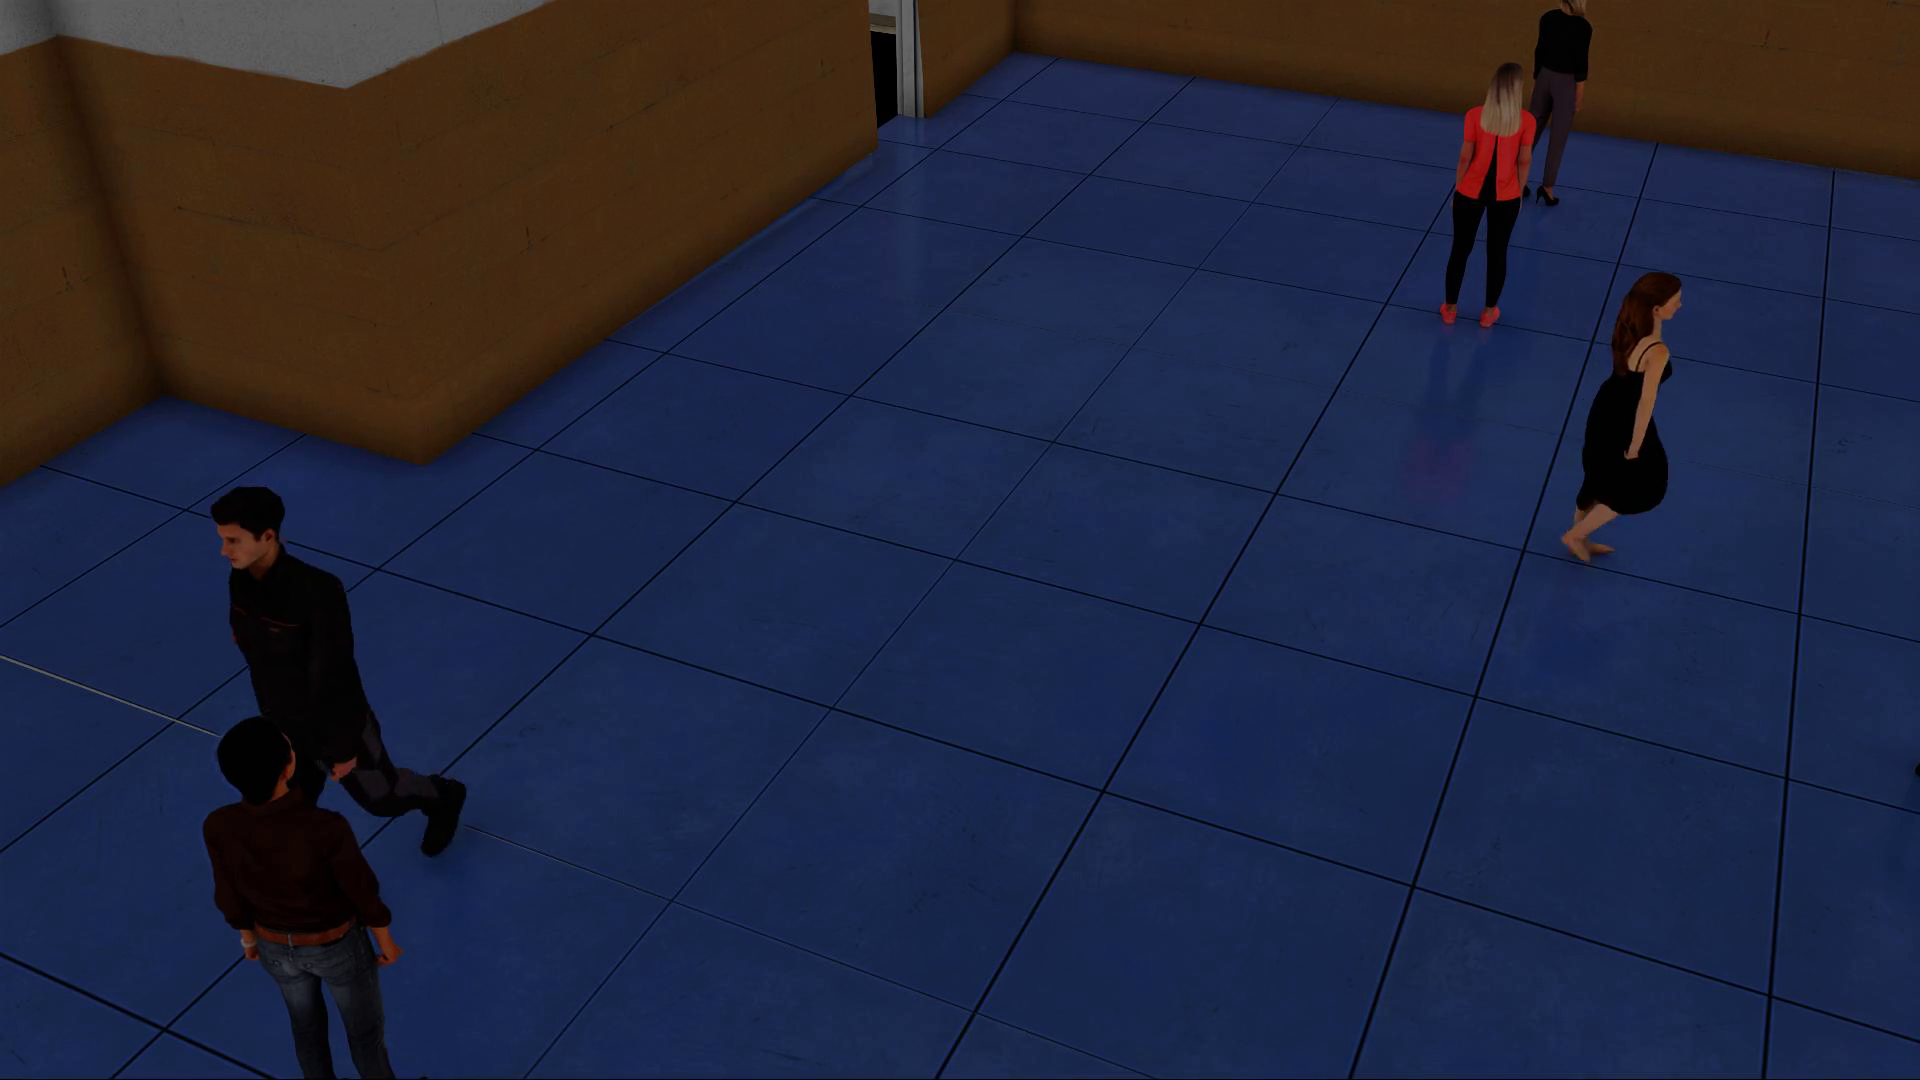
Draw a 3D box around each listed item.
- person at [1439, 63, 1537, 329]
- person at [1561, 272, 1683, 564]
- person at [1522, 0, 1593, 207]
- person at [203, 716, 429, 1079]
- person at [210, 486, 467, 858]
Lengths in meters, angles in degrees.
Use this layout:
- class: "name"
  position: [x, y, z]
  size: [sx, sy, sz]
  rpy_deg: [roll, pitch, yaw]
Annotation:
- class: "person"
  position: [3.339, -2.172, 10.530]
  size: [0.500, 1.693, 0.671]
  rpy_deg: [10, 35, 14]
- class: "person"
  position: [3.176, -0.565, 8.186]
  size: [0.834, 1.615, 0.769]
  rpy_deg: [-7, 34, -10]
- class: "person"
  position: [4.374, -3.292, 12.233]
  size: [0.738, 1.672, 0.624]
  rpy_deg: [-22, 39, -29]
- class: "person"
  position: [-2.048, 1.277, 5.266]
  size: [0.614, 1.781, 0.781]
  rpy_deg: [1, 34, 1]
- class: "person"
  position: [-2.294, 0.604, 6.165]
  size: [1.133, 1.907, 0.793]
  rpy_deg: [16, 37, 22]
